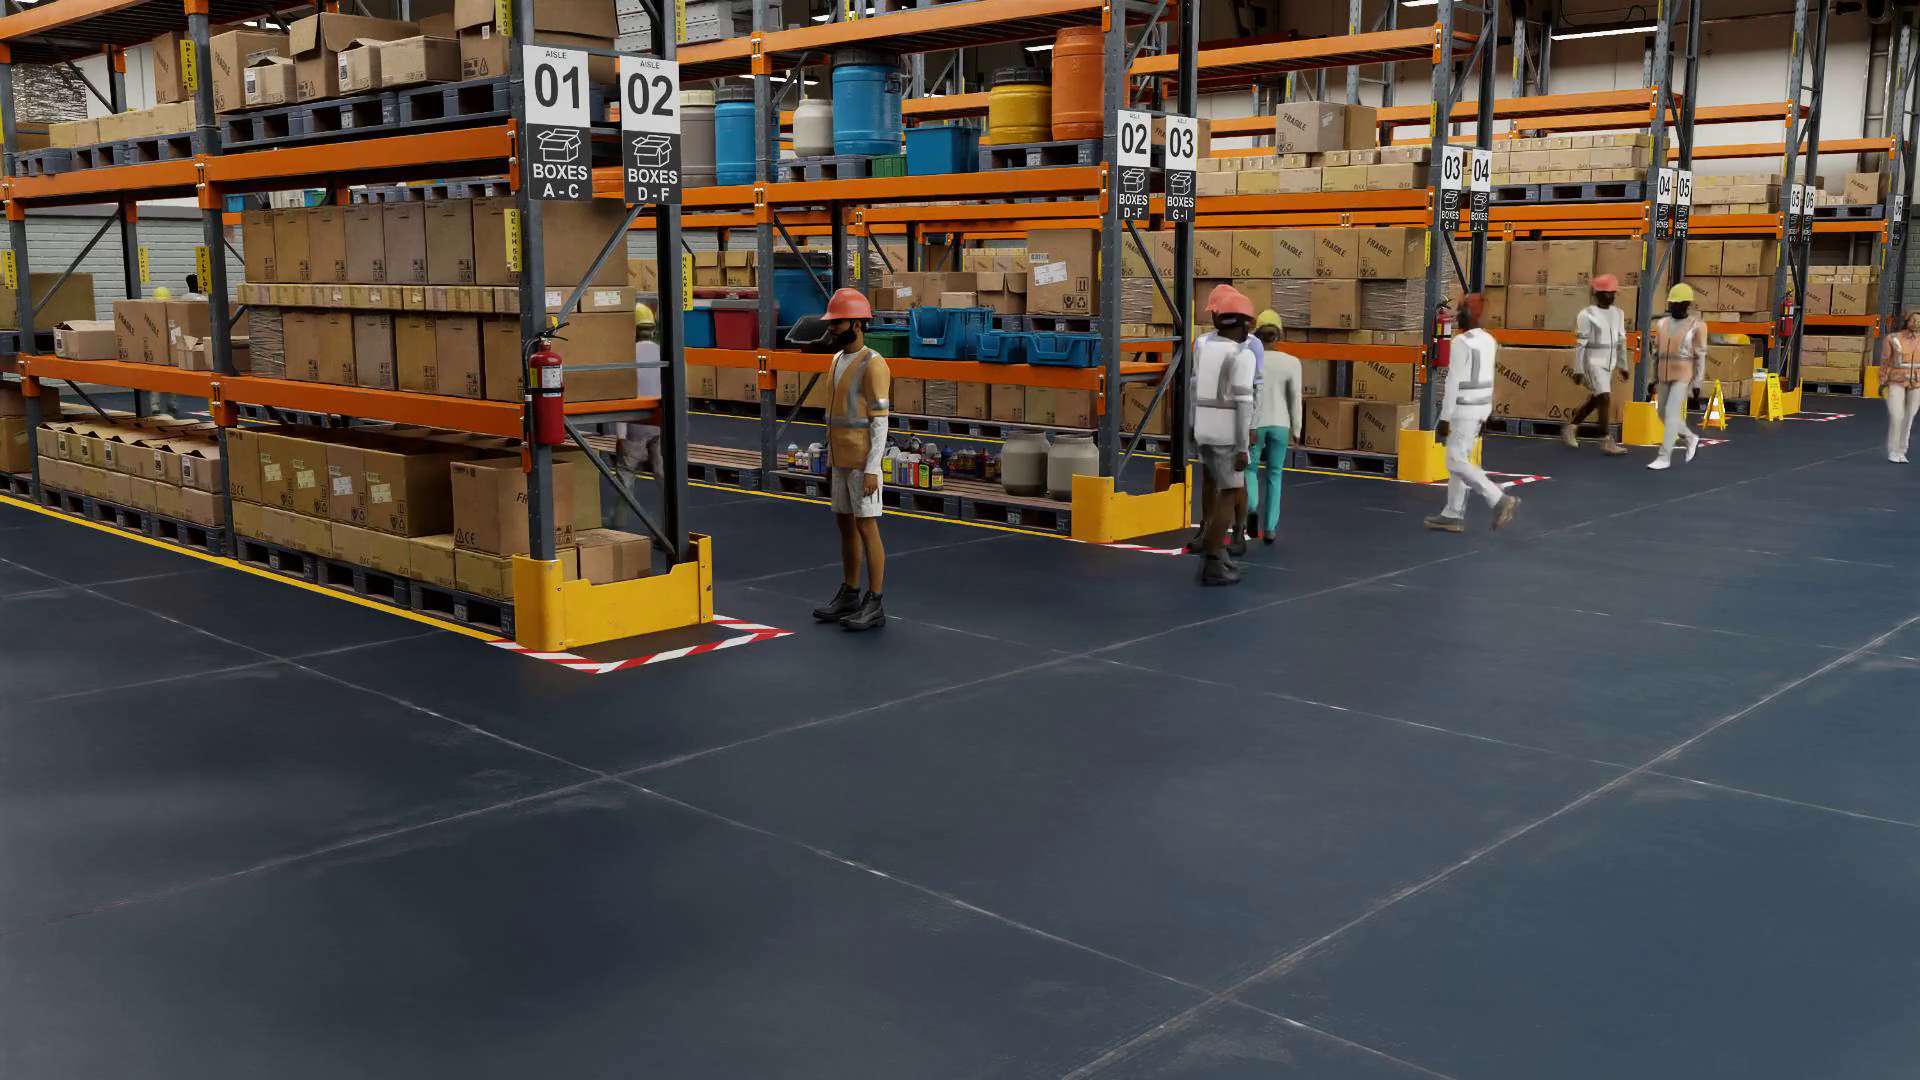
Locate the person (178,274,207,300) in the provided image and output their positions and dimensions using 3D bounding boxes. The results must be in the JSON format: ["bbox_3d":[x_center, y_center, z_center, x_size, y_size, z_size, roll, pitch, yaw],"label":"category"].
[{"bbox_3d":[-12.996,-3.540,28.313,0.603,1.966,0.368,2,10,13],"label":"person"}]

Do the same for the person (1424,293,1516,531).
[{"bbox_3d":[3.990,-0.972,12.870,0.736,1.871,0.591,8,12,41],"label":"person"}]

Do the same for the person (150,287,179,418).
[{"bbox_3d":[-10.971,-2.569,22.838,0.623,1.801,0.627,-6,11,-34],"label":"person"}]

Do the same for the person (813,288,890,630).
[{"bbox_3d":[-0.623,-0.464,9.542,0.360,1.939,0.543,-6,11,-33],"label":"person"}]

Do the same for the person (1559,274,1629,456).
[{"bbox_3d":[7.137,-1.979,18.644,0.627,2.005,1.005,-5,10,-26],"label":"person"}]

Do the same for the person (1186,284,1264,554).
[{"bbox_3d":[1.901,-0.868,12.020,0.551,1.936,0.357,6,11,32],"label":"person"}]

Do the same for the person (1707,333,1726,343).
[{"bbox_3d":[11.439,-2.934,25.419,0.833,1.689,0.572,9,13,44],"label":"person"}]

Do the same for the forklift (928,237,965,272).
[{"bbox_3d":[-0.326,-5.817,39.609,1.129,2.768,1.873,9,13,43],"label":"forklift"}]

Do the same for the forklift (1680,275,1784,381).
[{"bbox_3d":[12.480,-3.427,27.053,1.214,2.155,2.313,9,13,43],"label":"forklift"}]

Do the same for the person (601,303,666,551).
[{"bbox_3d":[-2.366,-0.834,12.251,0.618,1.789,0.886,-8,12,-41],"label":"person"}]

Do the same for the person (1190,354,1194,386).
[{"bbox_3d":[2.957,-2.300,20.882,0.622,1.906,0.442,-6,11,-34],"label":"person"}]

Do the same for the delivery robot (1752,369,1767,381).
[{"bbox_3d":[12.146,-2.361,25.245,0.477,0.478,0.707,-6,11,-31],"label":"delivery robot"}]

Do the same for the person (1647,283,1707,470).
[{"bbox_3d":[7.419,-1.690,17.141,0.791,1.905,0.597,-4,10,-25],"label":"person"}]

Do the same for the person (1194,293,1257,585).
[{"bbox_3d":[1.732,-0.677,11.013,0.574,1.885,0.581,-5,10,-27],"label":"person"}]

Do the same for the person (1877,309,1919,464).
[{"bbox_3d":[9.977,-1.605,17.472,0.540,1.619,0.560,1,9,8],"label":"person"}]

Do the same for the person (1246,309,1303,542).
[{"bbox_3d":[2.284,-0.844,12.432,0.551,1.746,0.464,1,9,8],"label":"person"}]
